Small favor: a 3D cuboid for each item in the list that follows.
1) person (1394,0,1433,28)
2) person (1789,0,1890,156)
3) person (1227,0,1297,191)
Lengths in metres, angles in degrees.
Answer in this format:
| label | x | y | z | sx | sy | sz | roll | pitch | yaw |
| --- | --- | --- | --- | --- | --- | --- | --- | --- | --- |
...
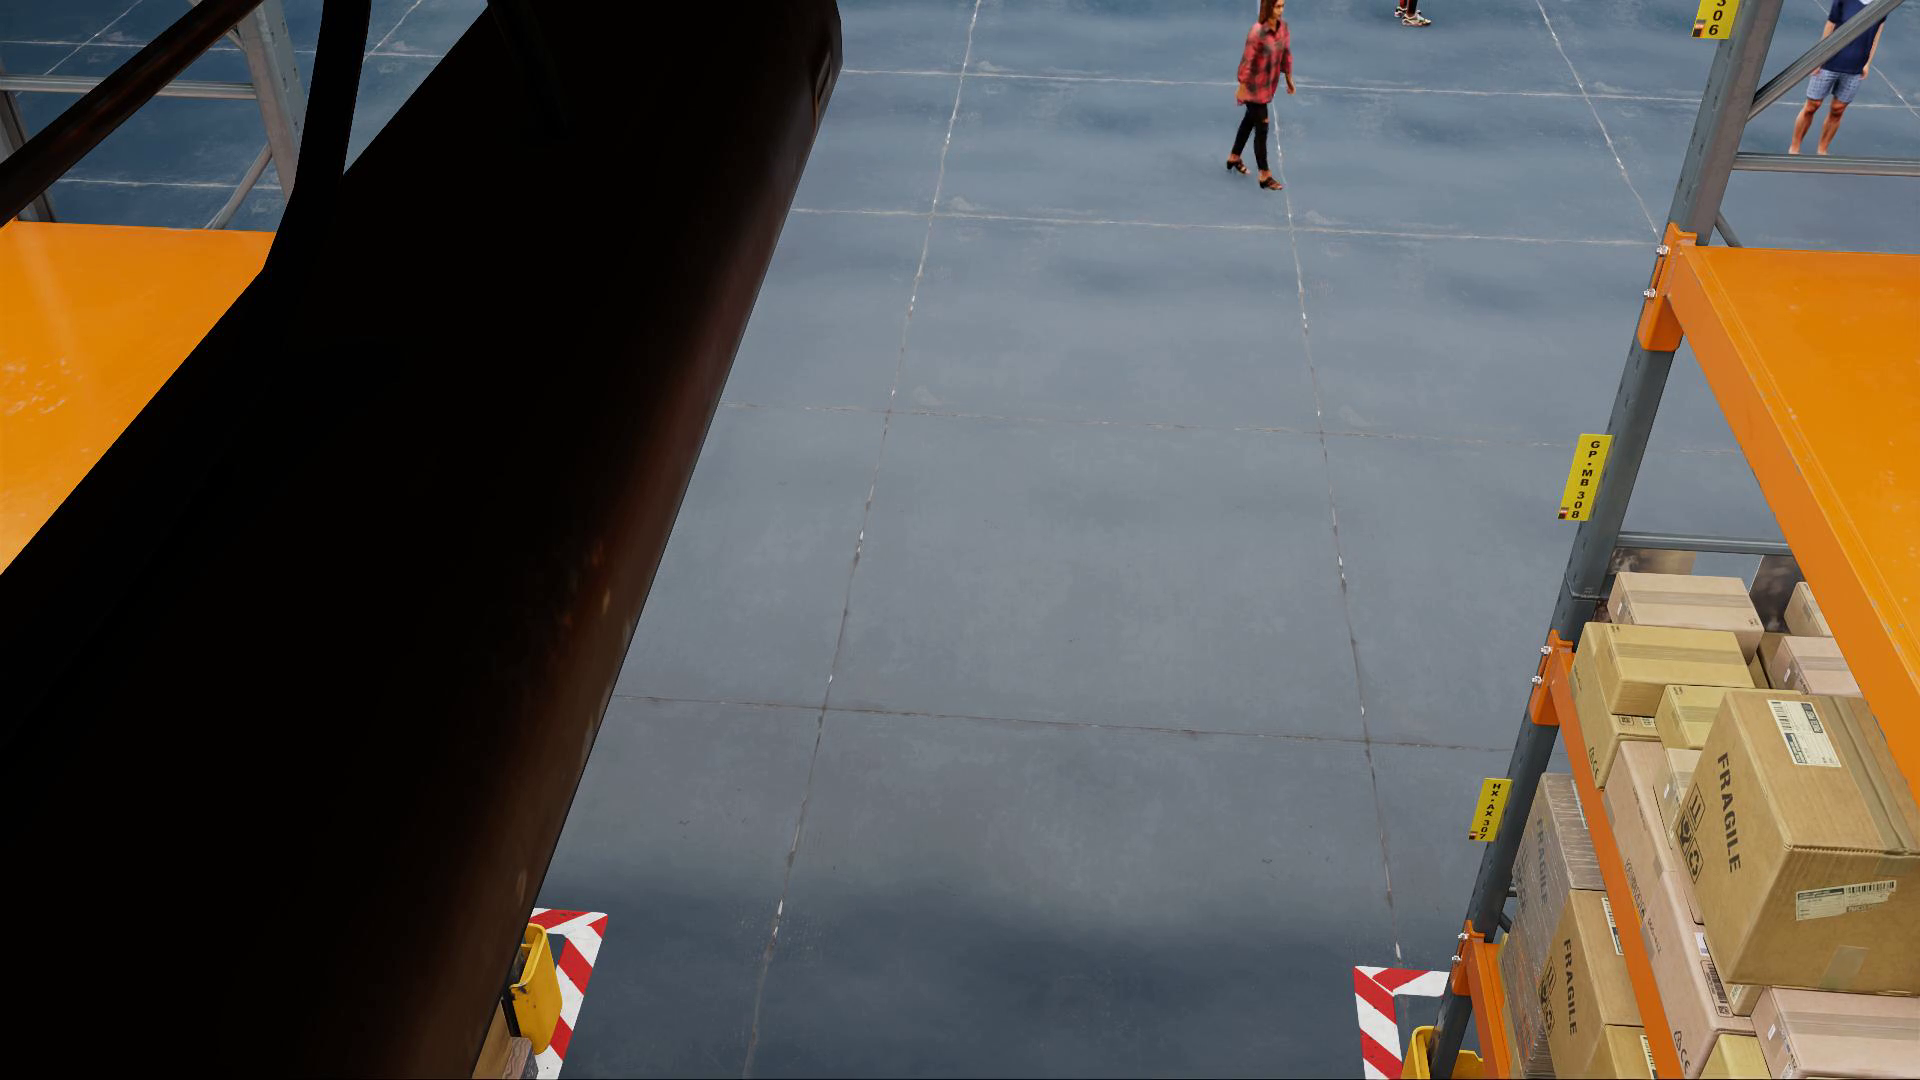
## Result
| label | x | y | z | sx | sy | sz | roll | pitch | yaw |
| --- | --- | --- | --- | --- | --- | --- | --- | --- | --- |
| person | 4.722 | -6.188 | 16.939 | 0.713 | 1.810 | 0.524 | -3 | 38 | -4 |
| person | 7.543 | -4.088 | 14.223 | 0.656 | 1.849 | 0.620 | 10 | 39 | 13 |
| person | 2.467 | -3.858 | 14.069 | 0.990 | 1.675 | 0.961 | 29 | 47 | 32 |
